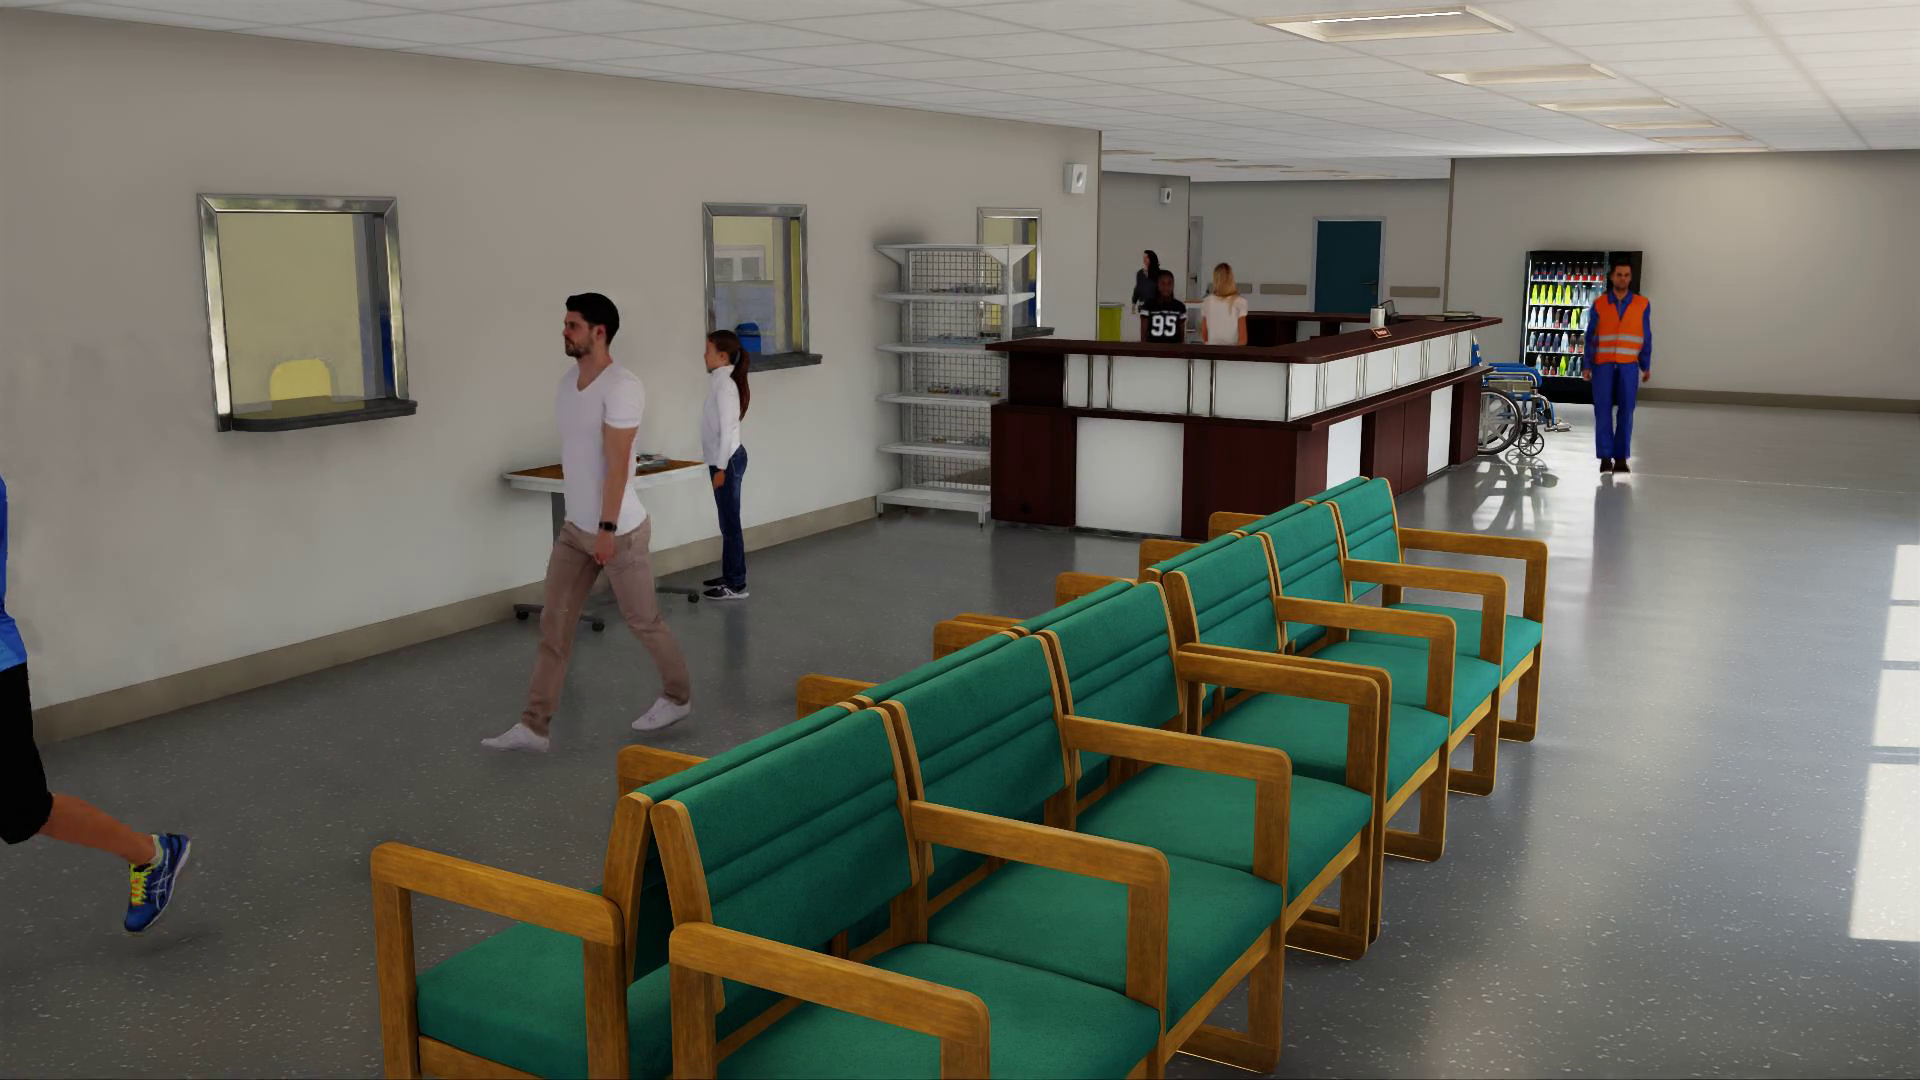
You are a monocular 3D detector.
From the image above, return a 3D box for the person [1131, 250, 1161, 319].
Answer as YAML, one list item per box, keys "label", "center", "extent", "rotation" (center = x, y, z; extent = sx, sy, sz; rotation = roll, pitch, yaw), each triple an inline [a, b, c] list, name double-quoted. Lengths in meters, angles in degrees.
- label: "person"
  center: [2.980, -3.612, 25.863]
  extent: [0.815, 1.748, 0.725]
  rotation: [7, 13, 34]

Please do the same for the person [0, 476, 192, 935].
- label: "person"
  center: [-2.681, 0.365, 4.654]
  extent: [1.141, 1.843, 0.856]
  rotation: [10, 15, 43]

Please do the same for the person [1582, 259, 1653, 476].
- label: "person"
  center: [5.673, -1.489, 14.407]
  extent: [0.880, 1.849, 0.872]
  rotation: [4, 11, 18]

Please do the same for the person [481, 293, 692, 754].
- label: "person"
  center: [-1.376, -0.039, 6.806]
  extent: [0.973, 1.833, 1.212]
  rotation: [-10, 15, -42]

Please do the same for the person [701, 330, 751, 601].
- label: "person"
  center: [-1.355, -0.448, 9.696]
  extent: [0.675, 1.559, 0.627]
  rotation: [-1, 11, -8]

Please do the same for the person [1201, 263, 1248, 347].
- label: "person"
  center: [2.376, -1.614, 15.206]
  extent: [0.746, 1.796, 0.762]
  rotation: [5, 12, 25]

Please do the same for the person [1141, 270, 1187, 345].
- label: "person"
  center: [1.881, -1.675, 15.803]
  extent: [1.145, 1.693, 1.023]
  rotation: [0, 11, 0]
